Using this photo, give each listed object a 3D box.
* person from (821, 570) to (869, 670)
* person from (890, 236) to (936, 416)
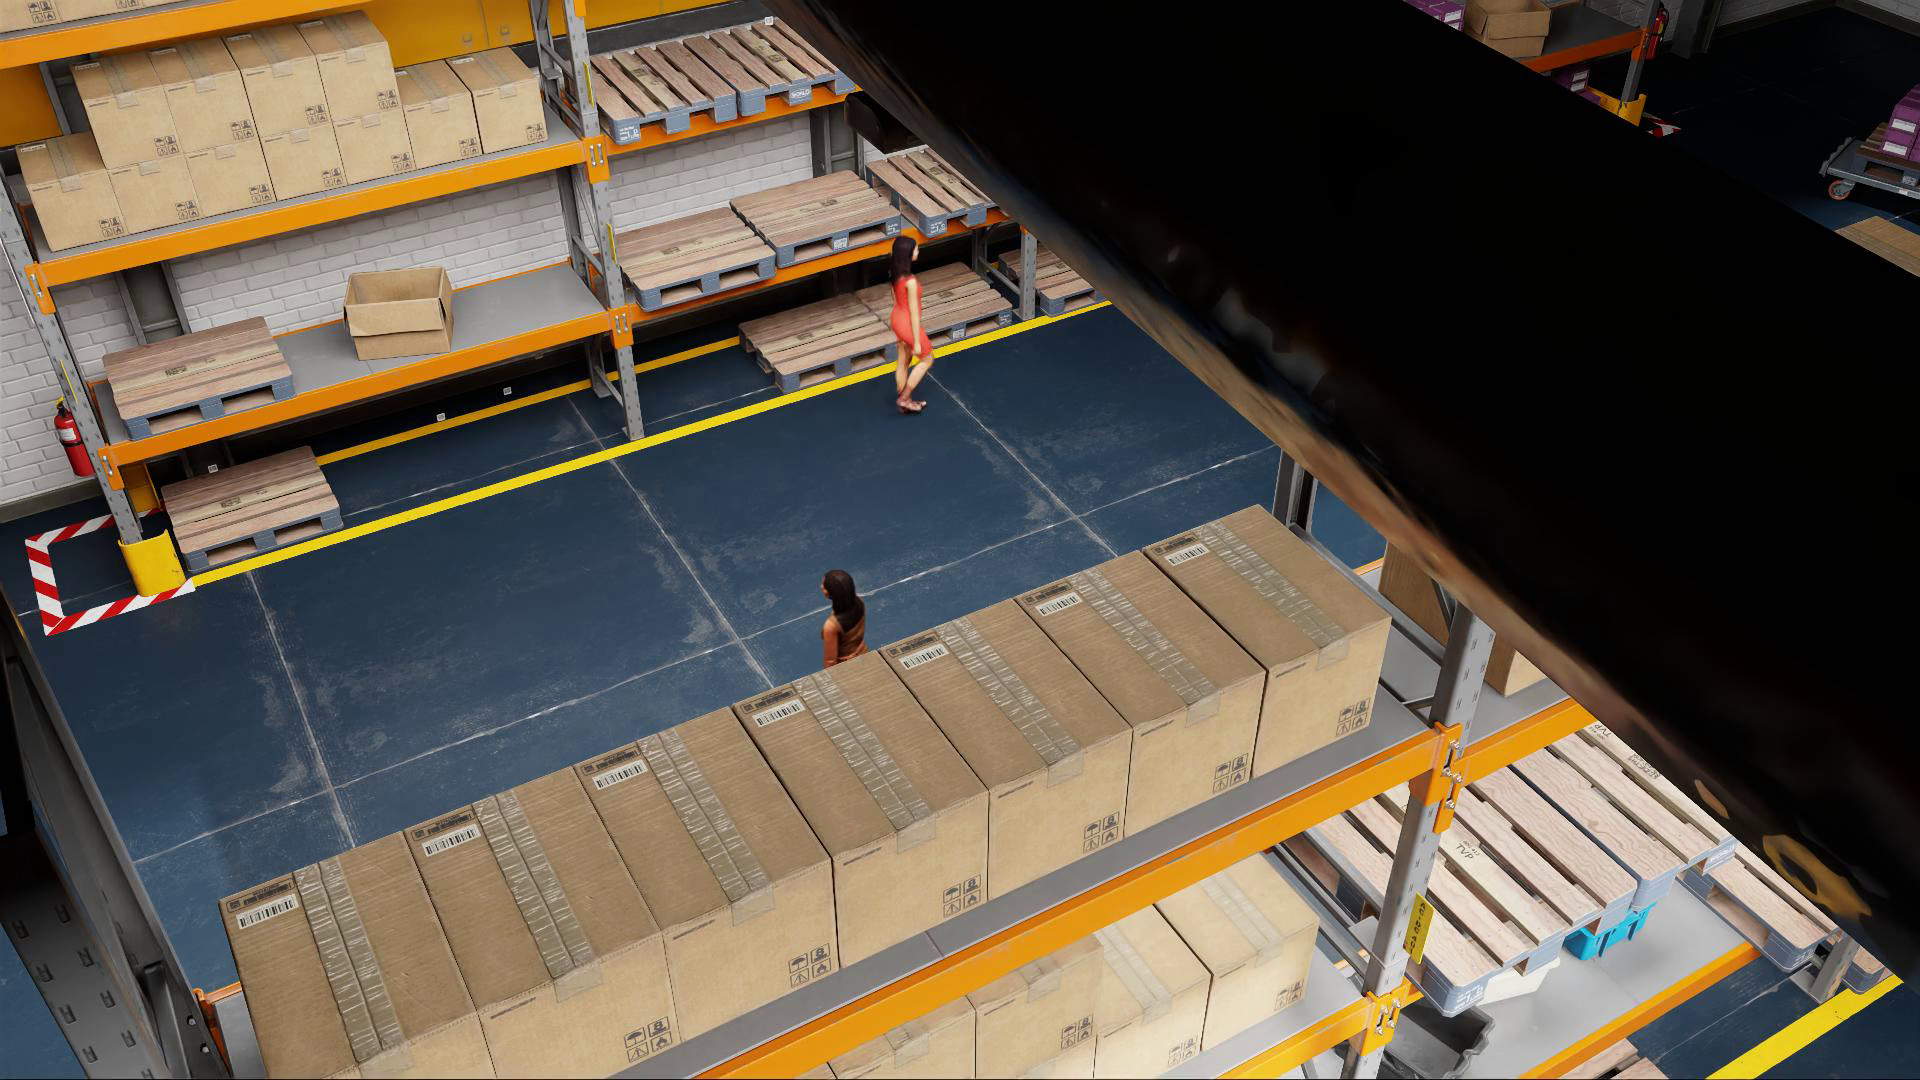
[{"bbox_3d":[-0.735,0.861,10.915,0.706,1.684,0.614,17,42,21],"label":"person"},{"bbox_3d":[-0.516,-1.786,14.207,0.558,1.712,0.610,-20,43,-23],"label":"person"}]
